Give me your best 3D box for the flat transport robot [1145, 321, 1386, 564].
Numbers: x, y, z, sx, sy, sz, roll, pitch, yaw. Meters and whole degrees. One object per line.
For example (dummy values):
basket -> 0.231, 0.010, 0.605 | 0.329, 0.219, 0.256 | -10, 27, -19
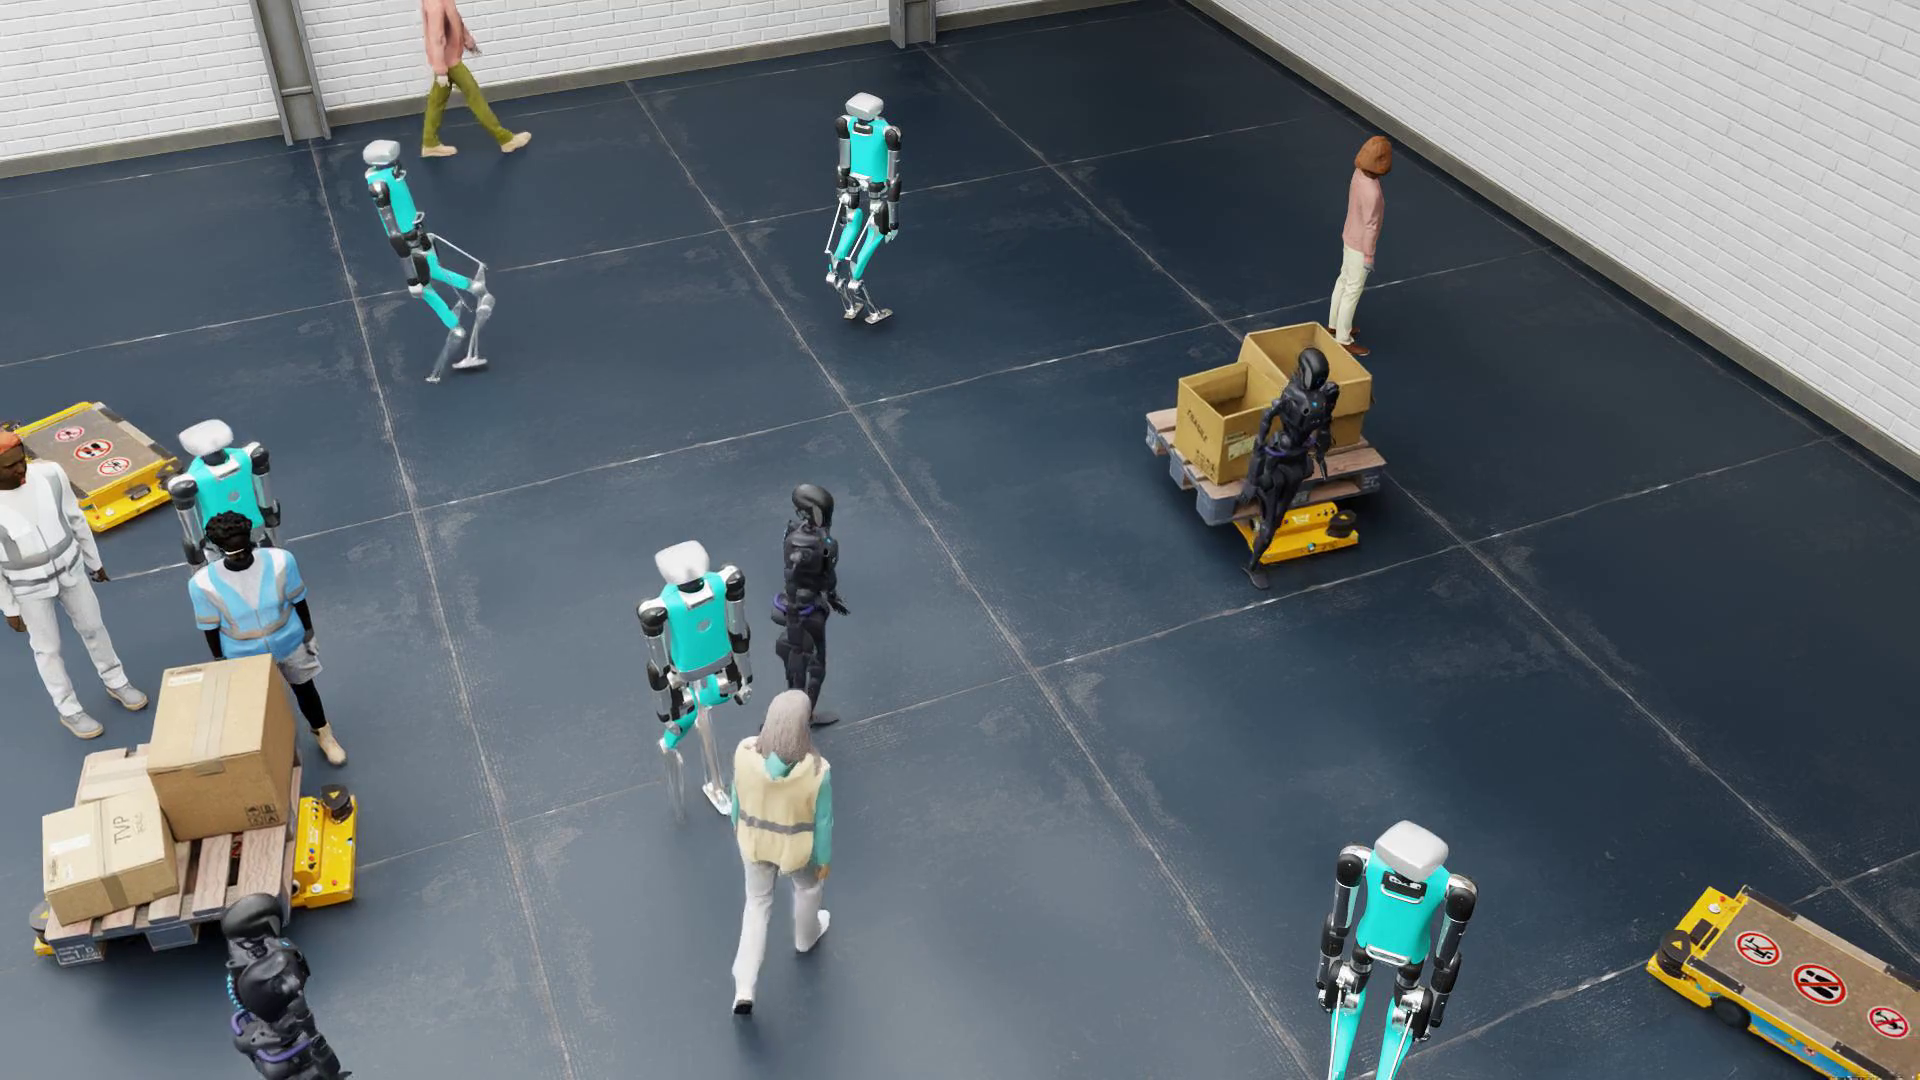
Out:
flat transport robot -> 1.949, -0.384, 10.774 | 0.659, 0.231, 1.431 | -12, 39, -15

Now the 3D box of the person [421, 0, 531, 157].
person -> -4.389, -4.200, 14.499 | 0.983, 1.781, 0.511 | -10, 39, -13

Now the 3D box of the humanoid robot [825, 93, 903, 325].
humanoid robot -> -0.765, -2.305, 11.959 | 0.533, 1.677, 0.735 | 20, 42, 24

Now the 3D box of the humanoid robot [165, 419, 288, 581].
humanoid robot -> -3.944, 0.098, 8.964 | 0.658, 1.823, 0.548 | 27, 45, 30

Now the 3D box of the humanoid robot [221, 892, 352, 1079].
humanoid robot -> -2.651, 2.004, 6.509 | 0.589, 1.637, 0.398 | 26, 45, 30

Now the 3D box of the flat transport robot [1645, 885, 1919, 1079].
flat transport robot -> 3.938, 2.119, 7.516 | 1.431, 0.231, 0.659 | 31, 47, 34

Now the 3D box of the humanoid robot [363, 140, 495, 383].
humanoid robot -> -3.593, -1.917, 11.596 | 0.790, 1.798, 0.562 | -3, 38, -4

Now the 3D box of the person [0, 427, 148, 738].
person -> -4.752, 0.209, 8.684 | 0.350, 1.879, 0.578 | 23, 43, 27

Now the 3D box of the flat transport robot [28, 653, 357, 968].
flat transport robot -> -3.734, 1.609, 8.179 | 1.431, 0.231, 0.659 | -9, 38, -11

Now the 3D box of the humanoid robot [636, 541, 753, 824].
humanoid robot -> -1.346, 0.690, 8.219 | 0.544, 1.854, 0.655 | -23, 43, -27

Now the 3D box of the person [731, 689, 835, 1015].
person -> -0.807, 1.383, 7.305 | 0.510, 1.685, 0.724 | 9, 38, 11

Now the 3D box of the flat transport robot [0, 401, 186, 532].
flat transport robot -> -5.731, -0.531, 10.964 | 1.431, 0.231, 0.659 | 28, 45, 31

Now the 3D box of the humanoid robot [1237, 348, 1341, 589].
humanoid robot -> 1.886, -0.454, 9.726 | 0.608, 1.636, 0.466 | -19, 42, -23

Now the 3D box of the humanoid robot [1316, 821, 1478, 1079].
humanoid robot -> 1.602, 1.891, 6.501 | 0.533, 1.673, 0.735 | 15, 40, 19

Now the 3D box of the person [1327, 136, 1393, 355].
person -> 2.870, -2.112, 11.900 | 0.282, 1.632, 0.506 | -1, 38, -1

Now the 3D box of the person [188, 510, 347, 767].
person -> -3.505, 0.542, 8.400 | 0.533, 1.693, 0.318 | -21, 42, -25

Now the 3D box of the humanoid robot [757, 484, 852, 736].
humanoid robot -> -0.843, 0.398, 8.605 | 0.453, 1.648, 0.612 | 10, 39, 13
